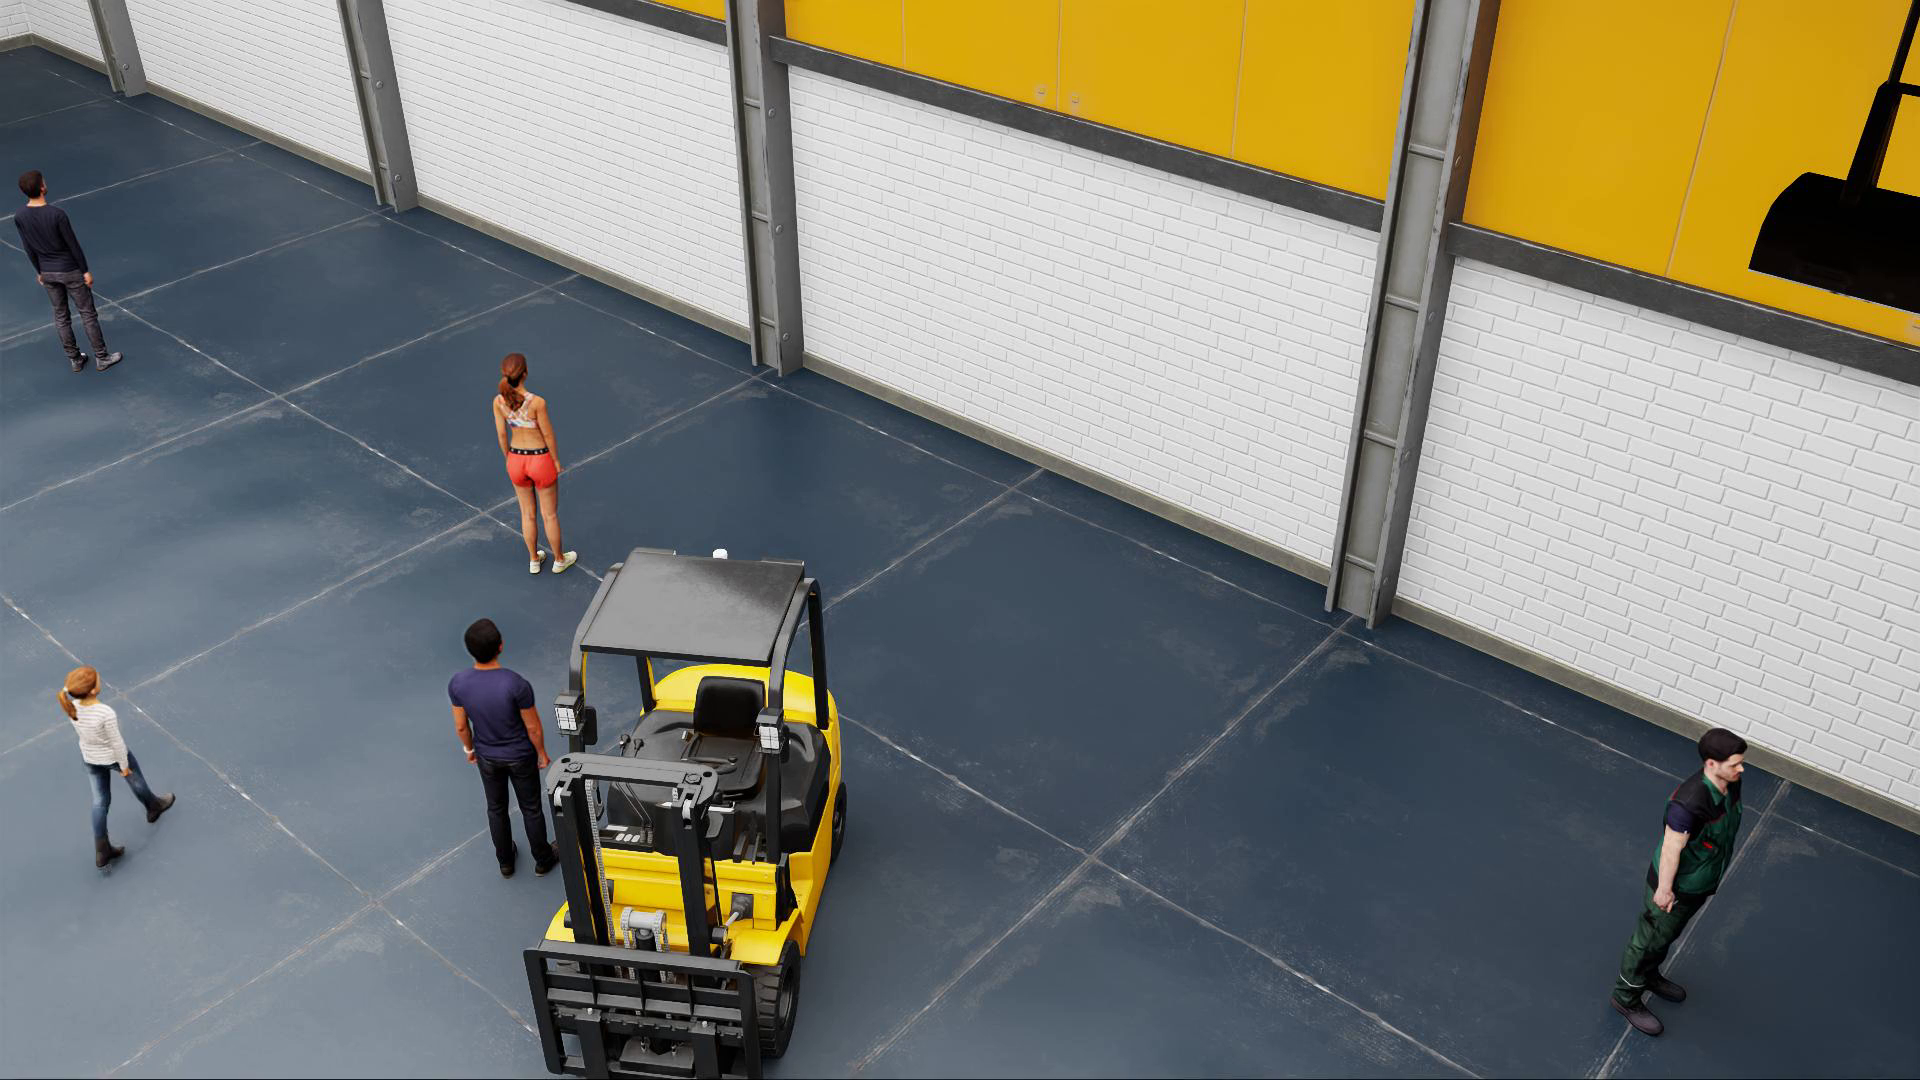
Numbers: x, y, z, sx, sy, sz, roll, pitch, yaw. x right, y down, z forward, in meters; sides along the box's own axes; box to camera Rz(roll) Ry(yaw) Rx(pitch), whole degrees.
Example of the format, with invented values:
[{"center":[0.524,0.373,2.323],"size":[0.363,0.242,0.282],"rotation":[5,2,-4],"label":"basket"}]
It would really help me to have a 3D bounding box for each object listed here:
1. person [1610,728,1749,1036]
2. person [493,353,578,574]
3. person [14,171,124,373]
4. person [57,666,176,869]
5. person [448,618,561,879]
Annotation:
[{"center":[3.744,1.731,8.632],"size":[0.573,1.894,0.678],"rotation":[28,42,35],"label":"person"},{"center":[-3.132,-0.546,12.150],"size":[0.652,1.792,0.741],"rotation":[5,34,7],"label":"person"},{"center":[-8.023,-2.389,14.852],"size":[0.695,1.871,0.770],"rotation":[0,34,-1],"label":"person"},{"center":[-5.066,1.334,9.774],"size":[0.899,1.292,0.825],"rotation":[7,34,10],"label":"person"},{"center":[-2.606,1.213,9.502],"size":[0.685,1.793,0.770],"rotation":[0,34,0],"label":"person"}]
